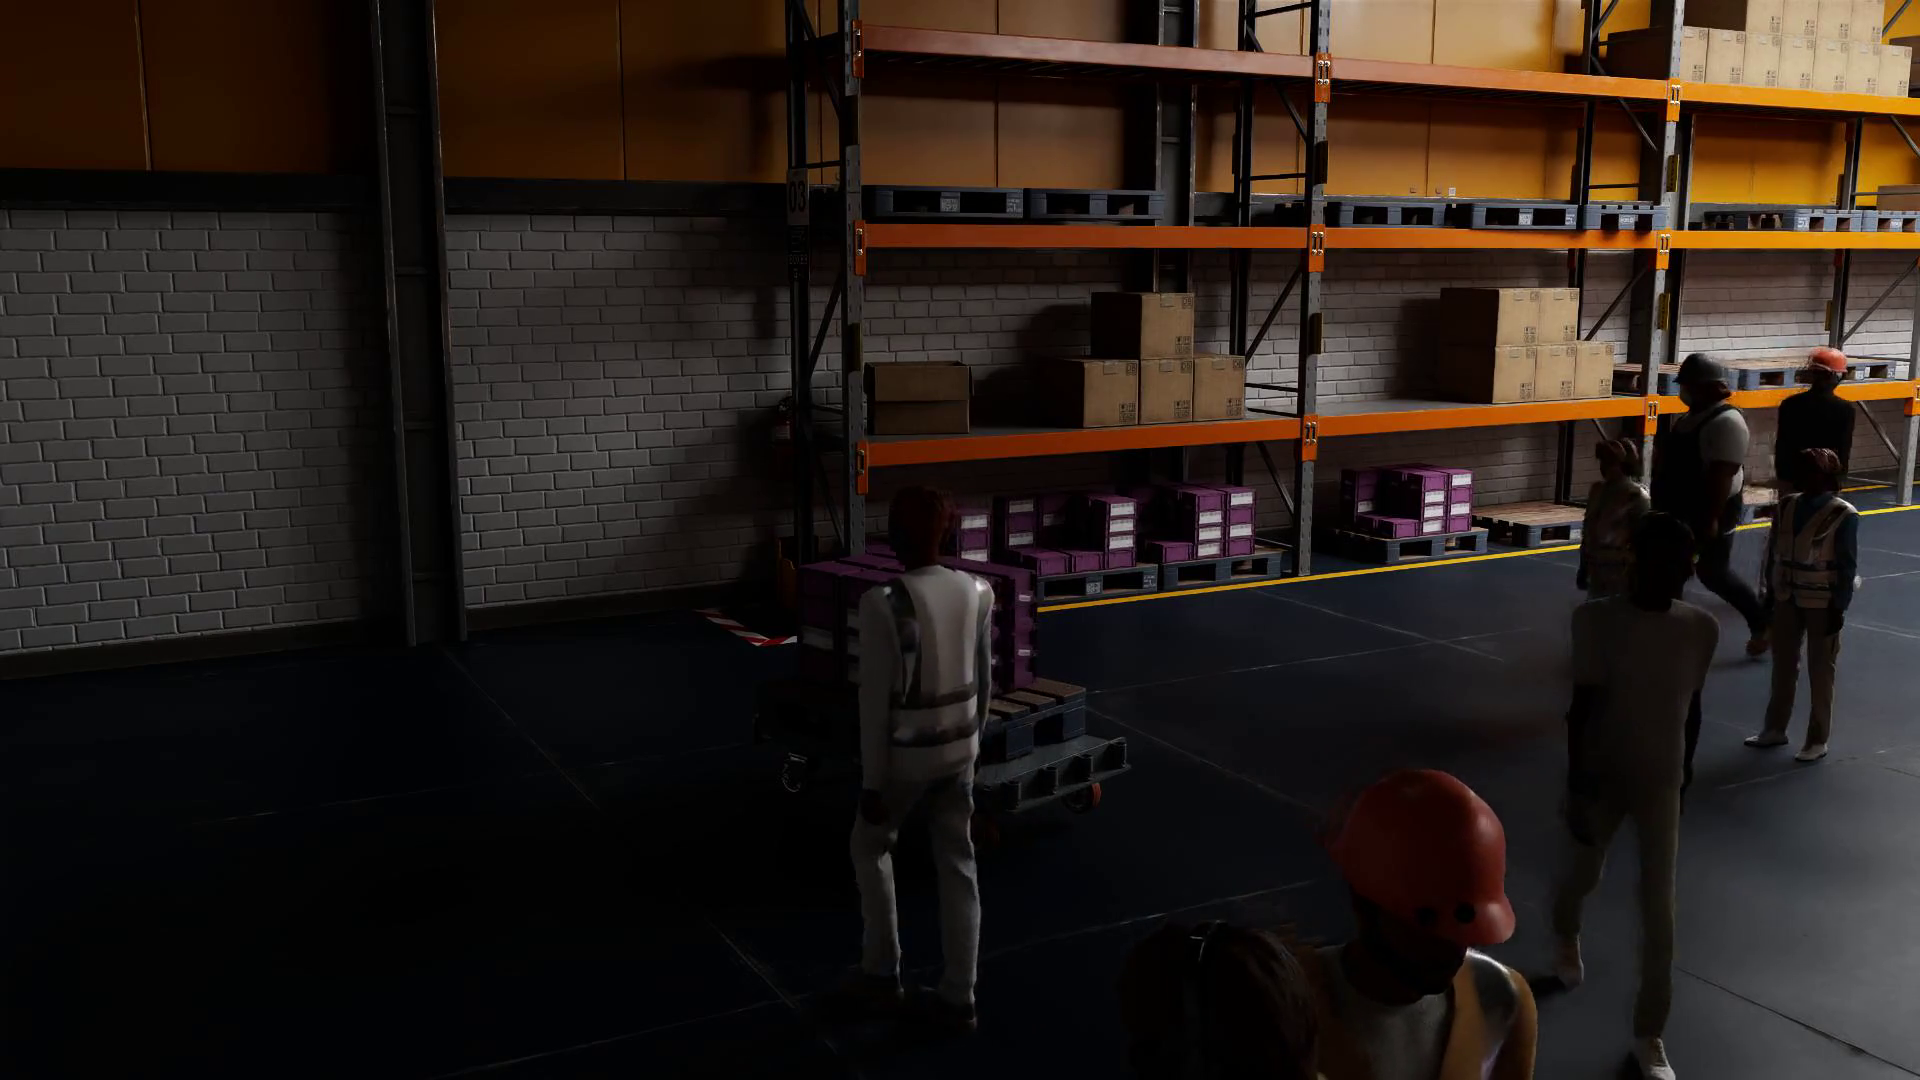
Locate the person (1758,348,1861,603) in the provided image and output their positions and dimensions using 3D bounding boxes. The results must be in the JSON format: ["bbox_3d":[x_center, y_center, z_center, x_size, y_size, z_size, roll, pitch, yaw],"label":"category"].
[{"bbox_3d":[6.375,-0.463,12.422,1.094,1.929,0.646,-6,12,-33],"label":"person"}]

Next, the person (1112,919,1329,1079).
[{"bbox_3d":[0.341,1.369,2.156,0.430,1.837,0.624,2,10,10],"label":"person"}]

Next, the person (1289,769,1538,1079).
[{"bbox_3d":[0.652,1.259,2.631,0.542,1.884,0.917,-3,10,-19],"label":"person"}]

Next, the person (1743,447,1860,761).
[{"bbox_3d":[4.427,0.331,8.699,0.321,1.640,0.529,-4,11,-22],"label":"person"}]

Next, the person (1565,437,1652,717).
[{"bbox_3d":[3.783,0.210,9.466,0.616,1.616,0.538,-2,10,-11],"label":"person"}]

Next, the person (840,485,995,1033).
[{"bbox_3d":[-0.170,0.727,5.745,0.610,1.859,0.719,-8,13,-38],"label":"person"}]

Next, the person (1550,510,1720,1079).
[{"bbox_3d":[2.247,0.778,5.609,0.496,1.828,0.946,2,10,9],"label":"person"}]

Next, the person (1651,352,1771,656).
[{"bbox_3d":[4.871,-0.228,10.758,0.870,2.000,0.677,-1,10,-6],"label":"person"}]
